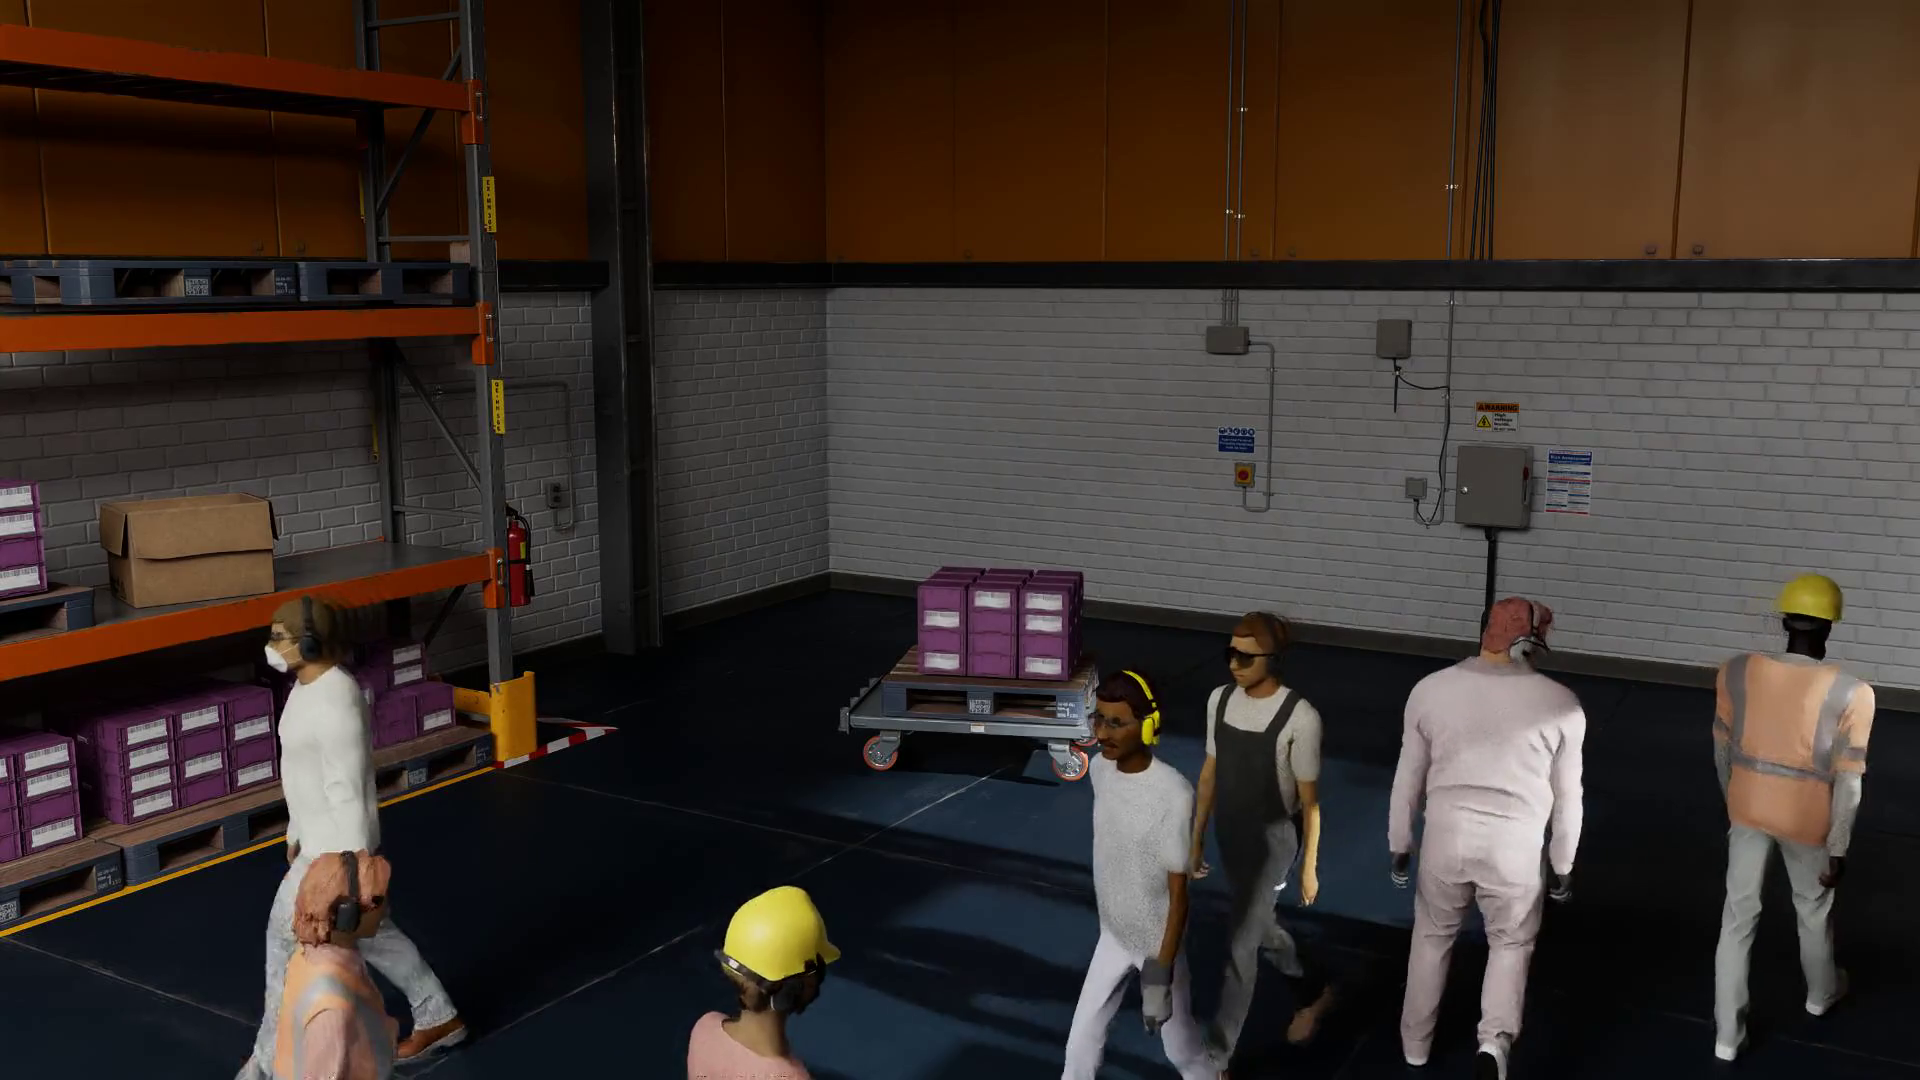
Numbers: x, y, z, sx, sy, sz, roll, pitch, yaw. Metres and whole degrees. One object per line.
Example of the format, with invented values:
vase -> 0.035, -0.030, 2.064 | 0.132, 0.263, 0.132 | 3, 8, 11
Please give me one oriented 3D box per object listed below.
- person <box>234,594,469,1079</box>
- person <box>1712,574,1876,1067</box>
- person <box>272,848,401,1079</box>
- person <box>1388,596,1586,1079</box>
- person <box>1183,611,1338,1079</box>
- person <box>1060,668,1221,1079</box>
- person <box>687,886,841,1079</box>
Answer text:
person -> -2.316, 1.119, 6.118 | 0.991, 1.894, 0.646 | -4, 10, -24
person -> 3.253, 1.063, 6.538 | 0.594, 1.867, 0.994 | 8, 12, 40
person -> -1.649, 1.564, 4.256 | 0.886, 1.593, 0.517 | -5, 10, -27
person -> 1.892, 1.137, 6.068 | 0.686, 1.867, 0.636 | 4, 10, 26
person -> 1.143, 1.138, 6.267 | 0.940, 1.810, 0.523 | -7, 11, -37
person -> 0.546, 1.294, 5.282 | 1.004, 1.809, 0.519 | -7, 11, -35
person -> -0.477, 1.601, 3.578 | 0.737, 1.746, 0.528 | -7, 12, -38
